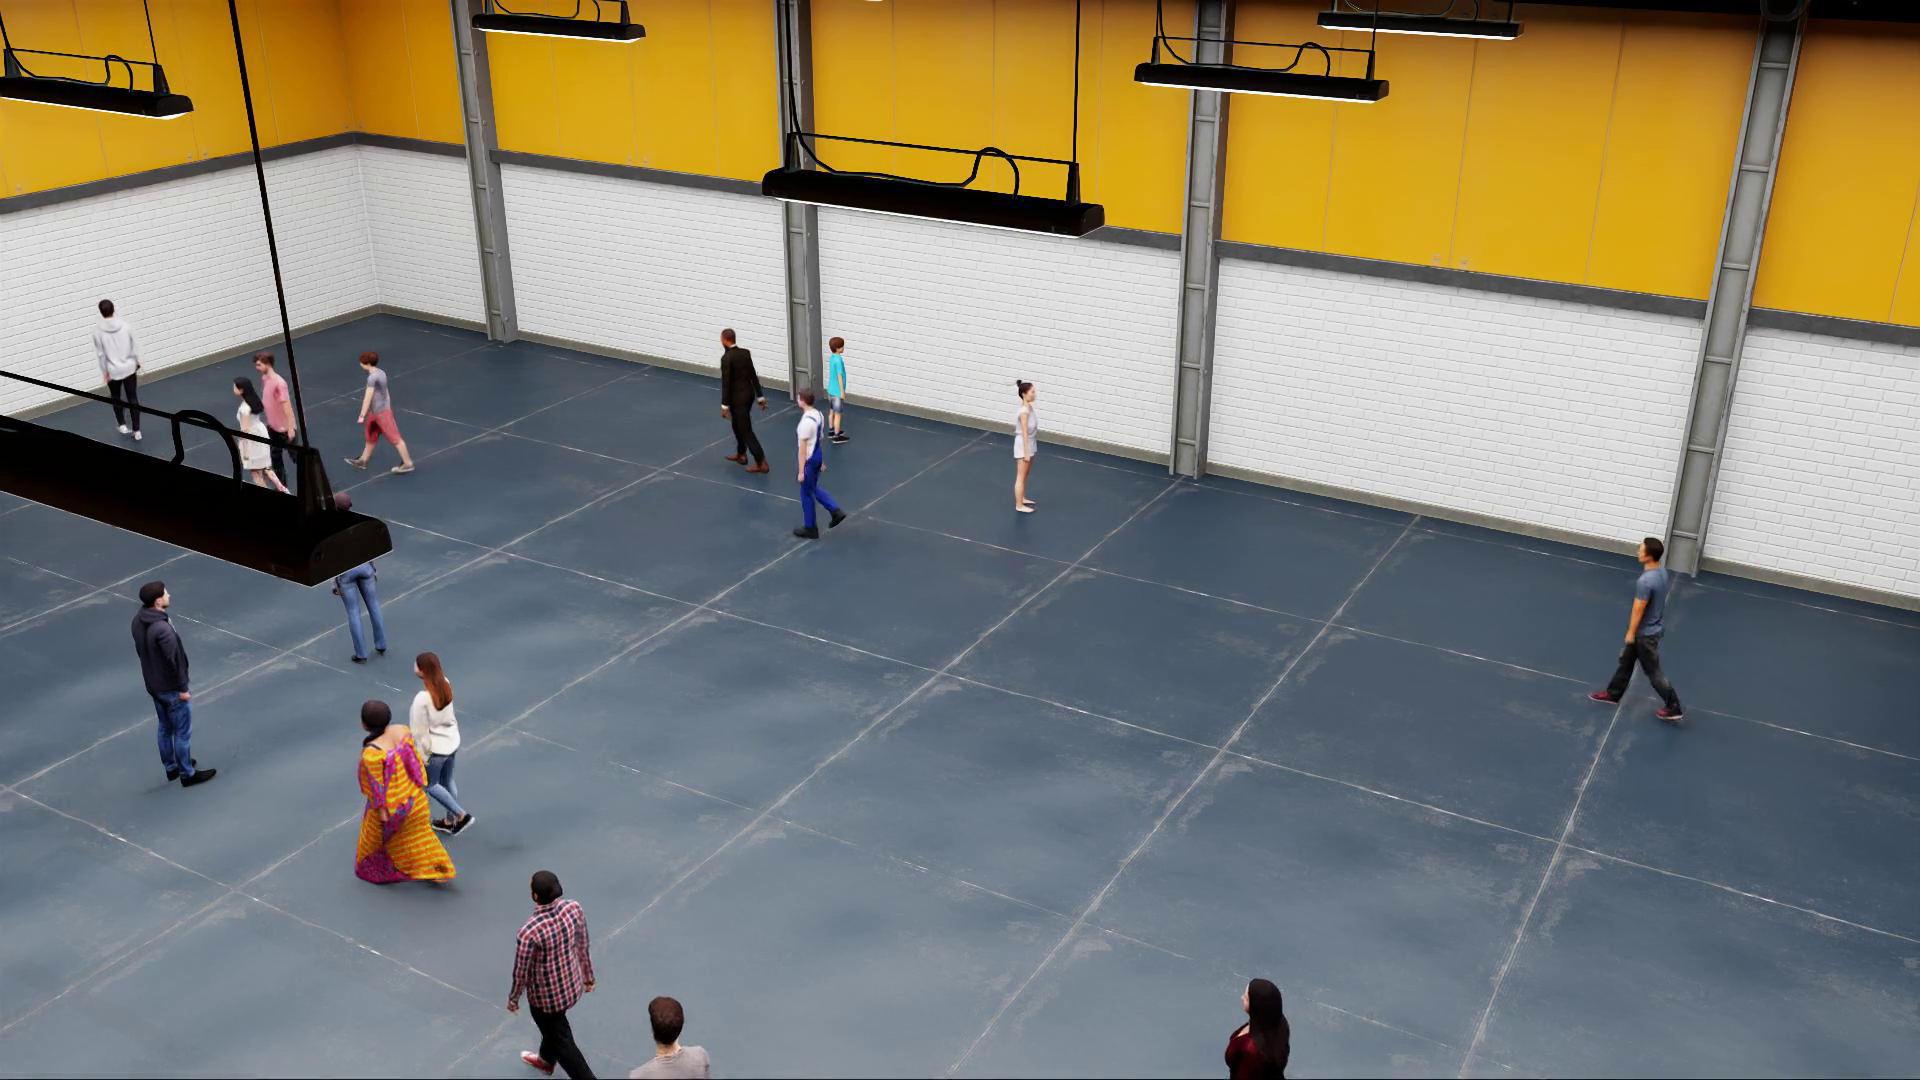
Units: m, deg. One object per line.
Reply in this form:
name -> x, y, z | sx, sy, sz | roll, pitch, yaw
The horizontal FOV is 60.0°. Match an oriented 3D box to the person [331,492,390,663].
person -> -6.000, 0.369, 16.510 | 0.682, 1.794, 0.652 | -19, 30, -37

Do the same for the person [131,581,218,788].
person -> -6.873, 1.240, 14.394 | 0.525, 1.892, 0.750 | 15, 28, 31

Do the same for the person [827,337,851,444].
person -> -1.678, -2.046, 22.465 | 0.648, 1.448, 0.570 | -9, 25, -20

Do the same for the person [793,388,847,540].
person -> -1.647, -0.872, 19.294 | 0.924, 1.838, 0.729 | 7, 25, 16

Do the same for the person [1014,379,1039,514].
person -> 0.795, -1.151, 20.213 | 0.602, 1.611, 0.621 | 4, 24, 8

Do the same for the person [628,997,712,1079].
person -> -1.586, 3.454, 9.339 | 0.918, 1.884, 1.118 | -18, 29, -35

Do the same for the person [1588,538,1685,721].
person -> 6.459, 0.856, 15.422 | 1.081, 1.773, 0.664 | 18, 29, 35

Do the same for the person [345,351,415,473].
person -> -7.310, -1.604, 21.253 | 1.145, 1.609, 1.012 | -3, 24, -7

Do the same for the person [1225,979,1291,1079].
person -> 1.829, 3.366, 9.766 | 1.136, 1.704, 0.836 | 7, 24, 15

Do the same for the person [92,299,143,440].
person -> -11.295, -2.279, 22.426 | 0.878, 1.908, 0.965 | -15, 28, -31

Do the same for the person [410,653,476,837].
person -> -4.196, 1.698, 13.607 | 0.766, 1.683, 0.675 | 9, 25, 19

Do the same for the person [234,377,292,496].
person -> -8.370, -1.118, 19.948 | 0.934, 1.765, 0.852 | 0, 24, 1

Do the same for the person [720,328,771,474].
person -> -2.759, -1.750, 21.291 | 1.003, 1.848, 0.778 | 13, 27, 28

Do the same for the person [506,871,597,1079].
person -> -2.572, 2.933, 10.720 | 1.093, 1.732, 0.691 | 13, 27, 27

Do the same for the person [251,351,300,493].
person -> -8.233, -1.415, 20.383 | 0.972, 1.961, 0.788 | 16, 28, 32

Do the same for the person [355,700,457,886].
person -> -4.378, 1.986, 12.985 | 1.143, 1.654, 0.700 | 11, 26, 23
